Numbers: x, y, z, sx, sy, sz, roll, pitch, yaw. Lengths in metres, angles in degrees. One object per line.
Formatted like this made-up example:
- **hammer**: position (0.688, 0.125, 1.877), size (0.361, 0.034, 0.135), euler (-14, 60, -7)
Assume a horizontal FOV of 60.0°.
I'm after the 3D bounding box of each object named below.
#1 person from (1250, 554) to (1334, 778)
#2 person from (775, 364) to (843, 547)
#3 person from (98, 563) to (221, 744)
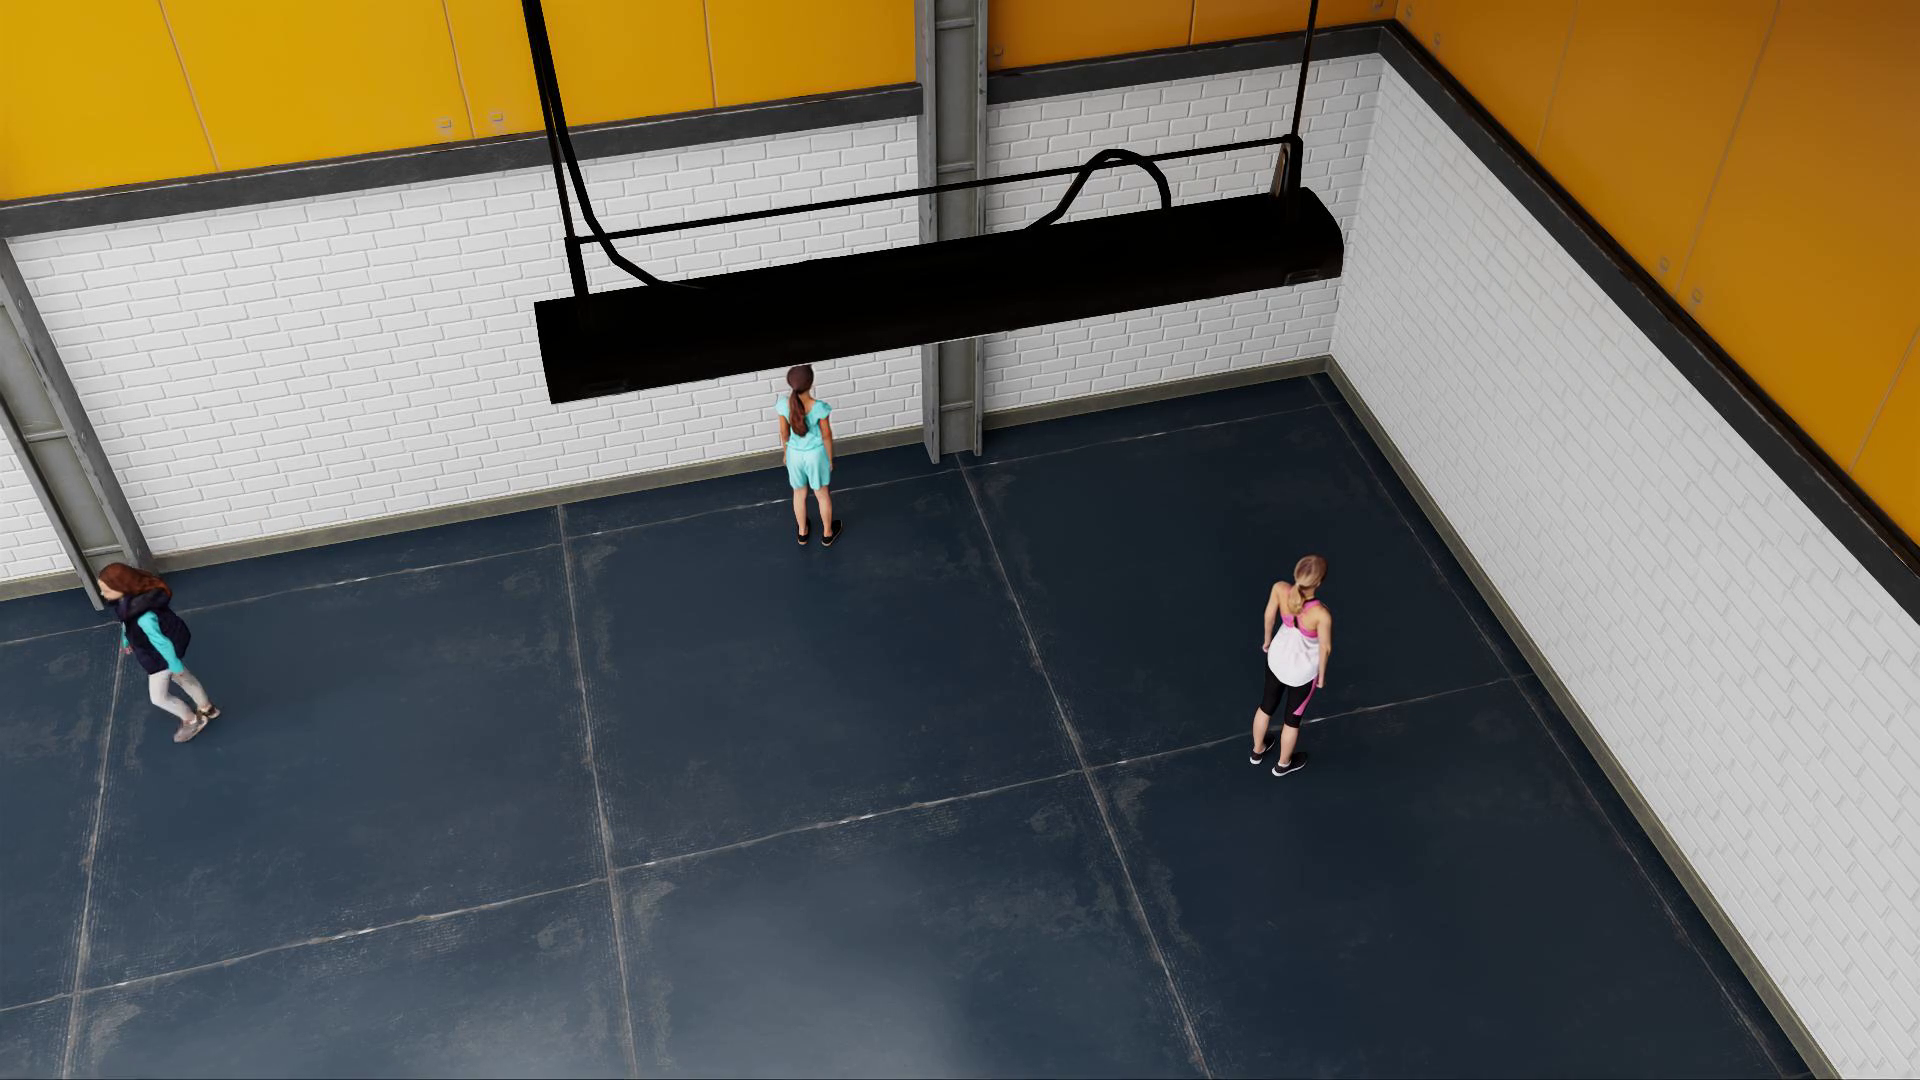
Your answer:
- **person**: position (1.986, 0.756, 9.972), size (0.682, 1.788, 0.694), euler (32, 52, 29)
- **person**: position (-1.059, -0.595, 11.557), size (0.590, 1.558, 0.689), euler (7, 44, 7)
- **person**: position (-4.890, 0.640, 10.312), size (0.701, 1.486, 0.663), euler (-24, 49, -23)
